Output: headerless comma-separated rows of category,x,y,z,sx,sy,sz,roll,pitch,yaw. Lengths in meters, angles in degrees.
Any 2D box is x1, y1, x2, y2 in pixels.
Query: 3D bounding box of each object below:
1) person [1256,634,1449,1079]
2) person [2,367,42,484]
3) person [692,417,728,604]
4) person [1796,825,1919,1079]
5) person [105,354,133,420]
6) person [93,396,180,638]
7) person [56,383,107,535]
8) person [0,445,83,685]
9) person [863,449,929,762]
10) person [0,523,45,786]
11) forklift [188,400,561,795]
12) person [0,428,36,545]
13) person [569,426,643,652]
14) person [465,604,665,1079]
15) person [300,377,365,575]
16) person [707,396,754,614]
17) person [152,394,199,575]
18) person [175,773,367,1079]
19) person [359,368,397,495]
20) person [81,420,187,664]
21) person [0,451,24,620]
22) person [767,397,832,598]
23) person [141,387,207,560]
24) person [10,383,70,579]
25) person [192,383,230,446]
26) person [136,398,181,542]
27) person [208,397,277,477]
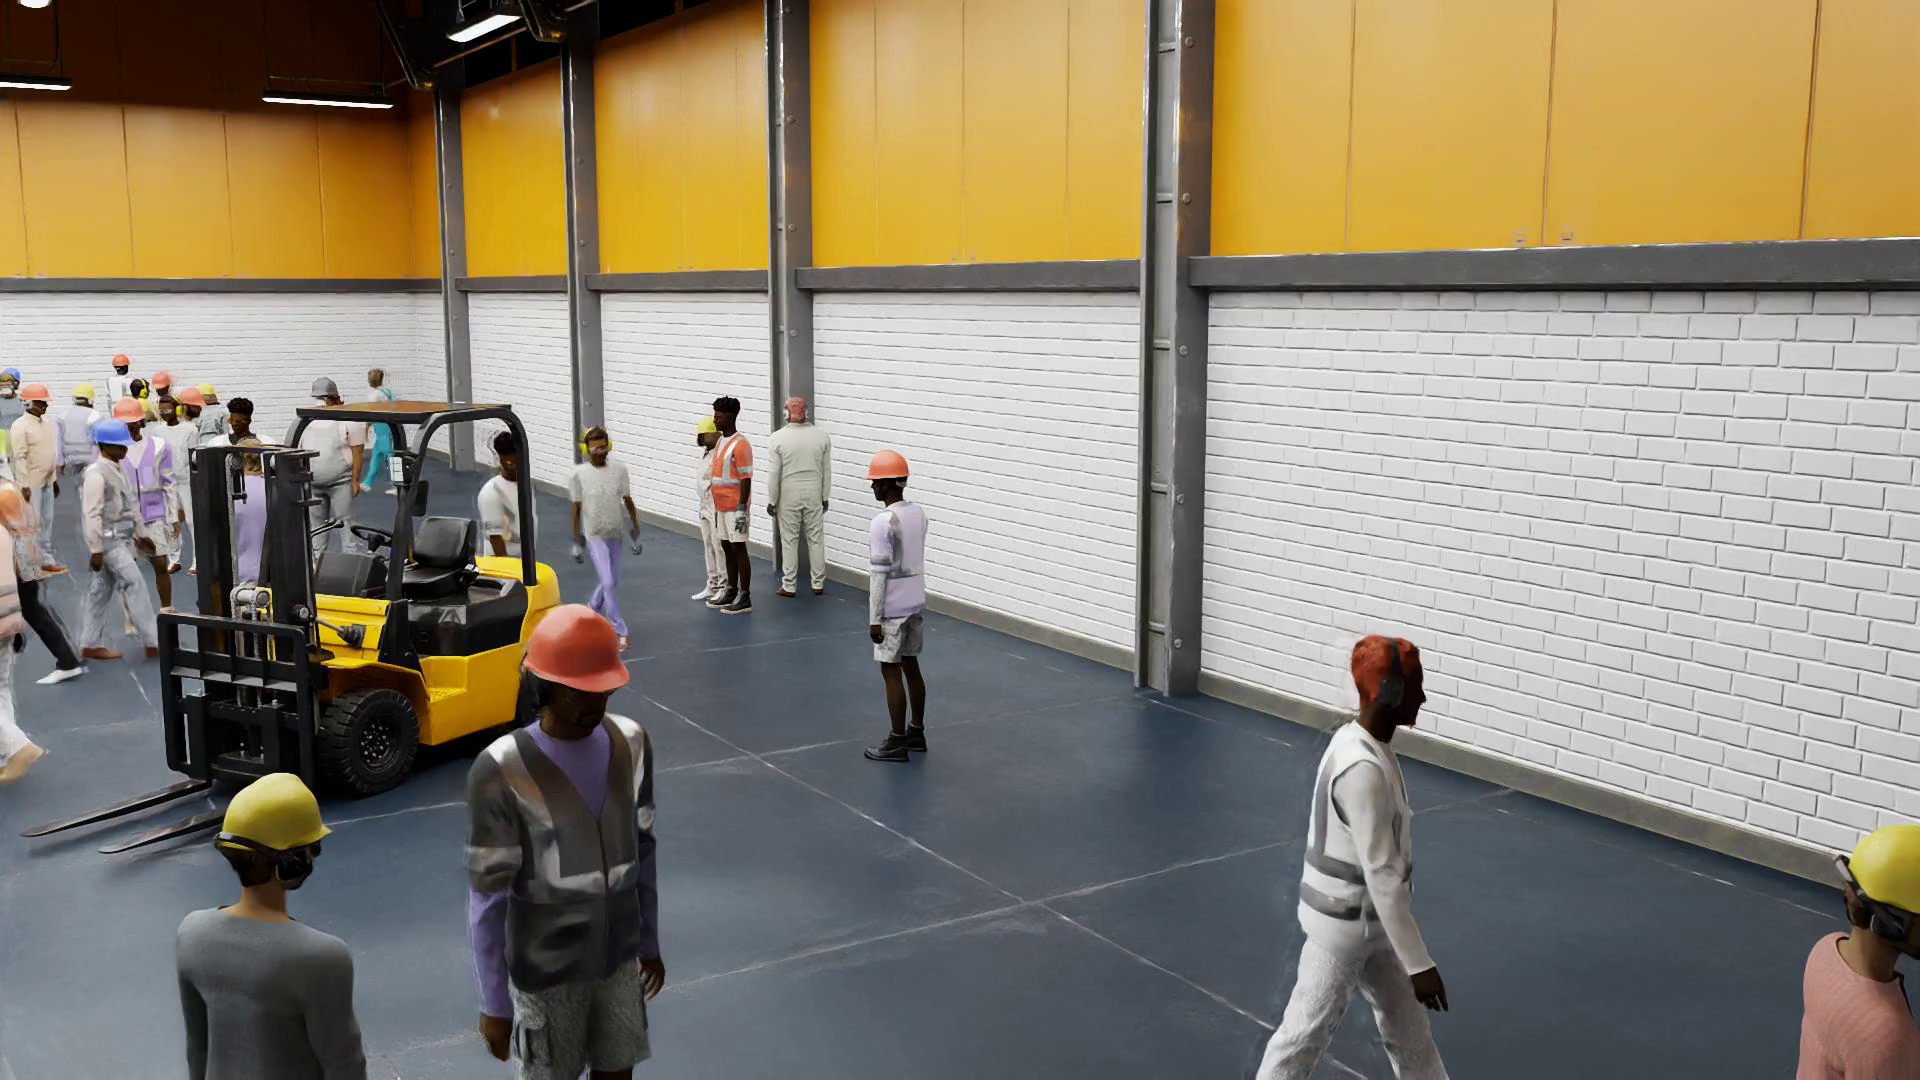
person,1.317,1.213,5.149,1.000,1.818,0.606,3,9,22
person,-12.064,-1.236,21.291,0.610,1.937,0.429,-5,10,-29
person,-2.318,-0.274,15.454,0.300,1.743,0.489,-5,10,-31
person,1.991,1.469,3.675,0.343,1.755,0.530,2,9,15
person,-13.000,-1.923,25.899,0.545,1.942,0.352,3,9,17
person,-6.883,-0.189,13.936,0.615,2.029,0.409,-5,10,-31
person,-10.444,-0.982,20.011,0.614,1.801,0.772,0,8,3
person,-6.903,0.175,11.993,0.999,1.870,0.592,-6,10,-34
person,-0.414,0.405,10.278,0.384,1.929,0.540,5,10,30
person,-5.671,0.543,9.719,0.551,1.816,0.646,0,8,0
forklift,-3.529,0.258,10.348,1.214,2.155,2.313,4,9,25
person,-10.723,-0.697,18.551,0.789,1.674,0.530,2,9,15
person,-2.924,-0.043,13.631,0.573,1.828,0.855,-5,10,-29
person,-1.083,1.178,4.701,0.567,2.032,0.629,8,11,42
person,-6.432,-0.641,16.921,0.676,2.000,0.536,1,9,8
person,-2.073,-0.322,15.023,0.361,1.965,0.613,-5,10,-29
person,-8.005,-0.564,17.023,0.511,1.862,0.325,1,8,6
person,-1.617,1.423,3.974,0.527,1.758,0.342,4,9,23
person,-8.344,-1.531,23.688,0.906,1.803,0.538,0,8,3
person,-6.451,0.018,12.914,0.908,1.901,0.615,-3,9,-18
person,-8.372,-0.155,14.315,0.987,1.831,0.583,4,9,24
person,-1.537,-0.404,15.799,0.639,1.902,0.407,-4,9,-25
person,-8.239,-0.673,17.613,0.850,1.904,0.535,-1,8,-4
person,-9.327,-0.598,16.839,0.404,1.986,0.608,0,8,-1
person,-9.559,-1.126,21.202,0.488,1.740,0.319,-4,10,-27
person,-9.218,-0.771,18.969,0.909,1.694,0.498,5,10,28
person,-6.411,-0.309,14.940,0.608,1.963,0.372,-4,9,-24
